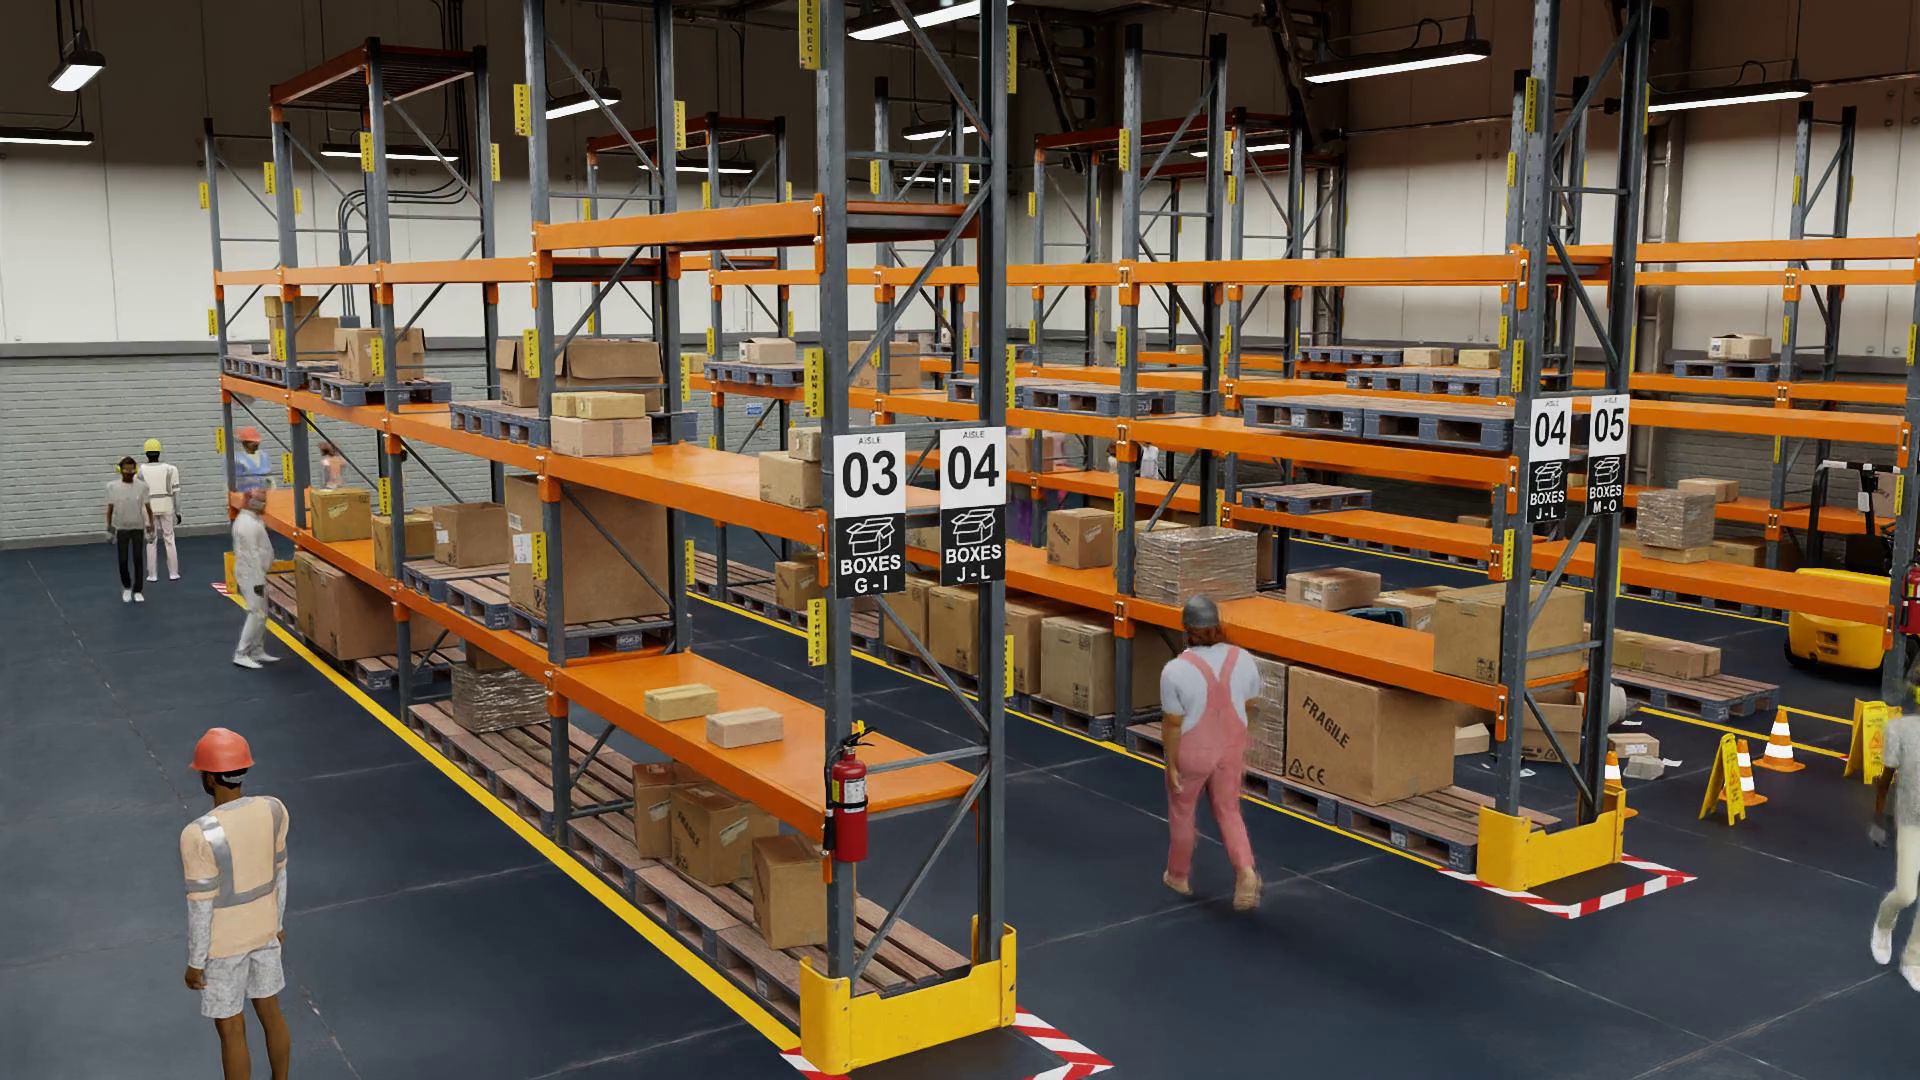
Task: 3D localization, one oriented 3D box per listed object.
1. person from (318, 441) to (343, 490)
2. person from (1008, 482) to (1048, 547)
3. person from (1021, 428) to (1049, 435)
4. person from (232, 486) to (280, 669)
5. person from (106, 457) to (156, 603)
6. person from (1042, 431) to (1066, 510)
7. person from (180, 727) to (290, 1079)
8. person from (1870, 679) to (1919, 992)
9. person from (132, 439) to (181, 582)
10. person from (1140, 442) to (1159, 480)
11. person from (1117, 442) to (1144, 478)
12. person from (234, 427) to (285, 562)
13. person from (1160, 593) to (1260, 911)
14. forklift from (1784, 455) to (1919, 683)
[{"bbox_3d":[-9.652,-0.709,25.537,0.554,1.619,0.588,3,9,20],"label":"person"},{"bbox_3d":[1.055,-0.707,25.067,0.581,1.734,0.457,7,11,41],"label":"person"},{"bbox_3d":[1.431,-1.670,31.653,0.585,1.702,0.954,-1,9,-5],"label":"person"},{"bbox_3d":[-7.350,0.387,17.307,0.421,1.899,0.664,-3,9,-22],"label":"person"},{"bbox_3d":[-10.381,-0.124,20.827,0.553,1.848,0.502,-5,10,-31],"label":"person"},{"bbox_3d":[1.603,-1.337,29.323,0.532,1.726,0.894,-3,9,-20],"label":"person"},{"bbox_3d":[-3.332,1.812,7.641,0.357,1.938,0.545,4,9,23],"label":"person"},{"bbox_3d":[5.418,1.605,9.339,0.498,1.848,0.477,2,9,14],"label":"person"},{"bbox_3d":[-10.816,-0.390,22.373,0.615,1.924,0.383,-5,10,-31],"label":"person"},{"bbox_3d":[2.957,-0.934,26.480,0.525,1.772,0.309,-6,10,-33],"label":"person"},{"bbox_3d":[2.454,-0.764,24.474,0.389,2.034,0.605,5,10,31],"label":"person"},{"bbox_3d":[-10.048,-0.616,23.643,1.049,1.999,0.608,3,9,20],"label":"person"},{"bbox_3d":[1.581,1.323,10.550,0.687,2.000,0.843,-2,9,-15],"label":"person"},{"bbox_3d":[9.643,0.253,17.172,2.313,2.155,1.214,-6,10,-33],"label":"forklift"}]
